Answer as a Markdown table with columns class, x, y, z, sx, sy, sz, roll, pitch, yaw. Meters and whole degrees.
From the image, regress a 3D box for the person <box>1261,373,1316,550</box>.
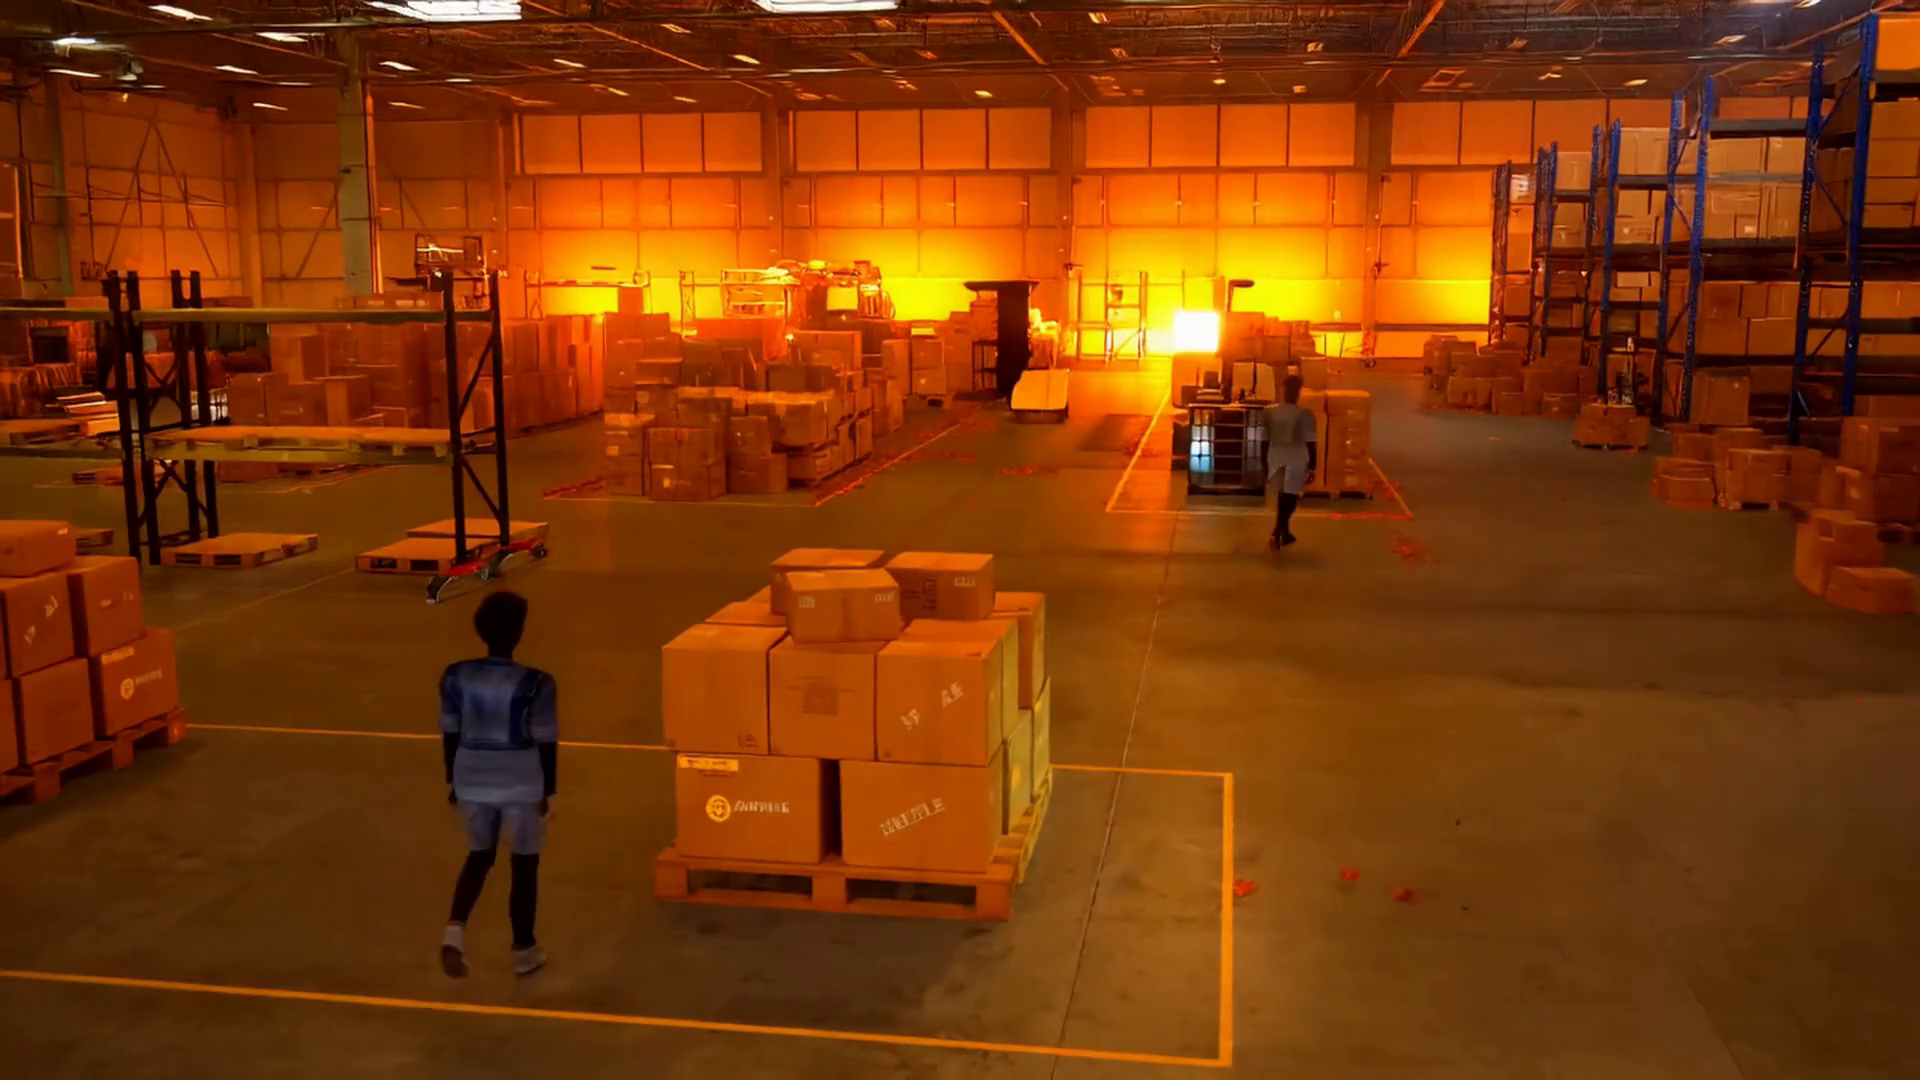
| class | x | y | z | sx | sy | sz | roll | pitch | yaw |
| --- | --- | --- | --- | --- | --- | --- | --- | --- | --- |
| person | 3.510 | -0.835 | 17.995 | 0.610 | 1.938 | 0.805 | 6 | 11 | 34 |

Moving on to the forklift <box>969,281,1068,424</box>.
| class | x | y | z | sx | sy | sz | roll | pitch | yaw |
| --- | --- | --- | --- | --- | --- | --- | --- | --- | --- |
| forklift | 1.194 | -3.753 | 33.059 | 1.873 | 2.768 | 1.129 | 1 | 9 | 9 |

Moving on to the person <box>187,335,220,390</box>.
| class | x | y | z | sx | sy | sz | roll | pitch | yaw |
| --- | --- | --- | --- | --- | --- | --- | --- | --- | --- |
| person | -13.214 | -2.635 | 29.058 | 0.637 | 1.938 | 0.355 | 1 | 9 | 9 |

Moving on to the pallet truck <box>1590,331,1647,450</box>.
| class | x | y | z | sx | sy | sz | roll | pitch | yaw |
| --- | --- | --- | --- | --- | --- | --- | --- | --- | --- |
| pallet truck | 11.253 | -2.573 | 28.499 | 0.823 | 1.965 | 1.885 | 5 | 10 | 27 |

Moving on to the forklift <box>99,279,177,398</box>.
| class | x | y | z | sx | sy | sz | roll | pitch | yaw |
| --- | --- | --- | --- | --- | --- | --- | --- | --- | --- |
| forklift | -19.606 | -4.720 | 39.027 | 1.873 | 2.768 | 1.129 | 1 | 9 | 9 |

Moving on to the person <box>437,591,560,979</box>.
| class | x | y | z | sx | sy | sz | roll | pitch | yaw |
| --- | --- | --- | --- | --- | --- | --- | --- | --- | --- |
| person | -1.965 | 1.067 | 7.010 | 0.538 | 1.687 | 0.471 | 2 | 9 | 13 |

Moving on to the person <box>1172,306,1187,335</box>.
| class | x | y | z | sx | sy | sz | roll | pitch | yaw |
| --- | --- | --- | --- | --- | --- | --- | --- | --- | --- |
| person | 6.830 | -6.196 | 51.025 | 0.637 | 1.936 | 0.355 | 1 | 9 | 9 |

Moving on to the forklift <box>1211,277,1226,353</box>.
| class | x | y | z | sx | sy | sz | roll | pitch | yaw |
| --- | --- | --- | --- | --- | --- | --- | --- | --- | --- |
| forklift | 7.536 | -6.242 | 48.408 | 1.873 | 2.768 | 1.129 | 1 | 9 | 9 |

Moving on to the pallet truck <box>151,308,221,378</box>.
| class | x | y | z | sx | sy | sz | roll | pitch | yaw |
| --- | --- | --- | --- | --- | --- | --- | --- | --- | --- |
| pallet truck | -21.869 | -5.598 | 47.154 | 0.823 | 1.965 | 1.885 | 4 | 10 | 26 |

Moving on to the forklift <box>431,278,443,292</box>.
| class | x | y | z | sx | sy | sz | roll | pitch | yaw |
| --- | --- | --- | --- | --- | --- | --- | --- | --- | --- |
| forklift | -13.806 | -5.562 | 44.219 | 1.873 | 2.768 | 1.129 | -3 | 10 | -17 |

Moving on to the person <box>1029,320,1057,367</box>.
| class | x | y | z | sx | sy | sz | roll | pitch | yaw |
| --- | --- | --- | --- | --- | --- | --- | --- | --- | --- |
| person | 1.733 | -3.627 | 35.014 | 0.625 | 1.990 | 0.395 | 1 | 9 | 9 |
